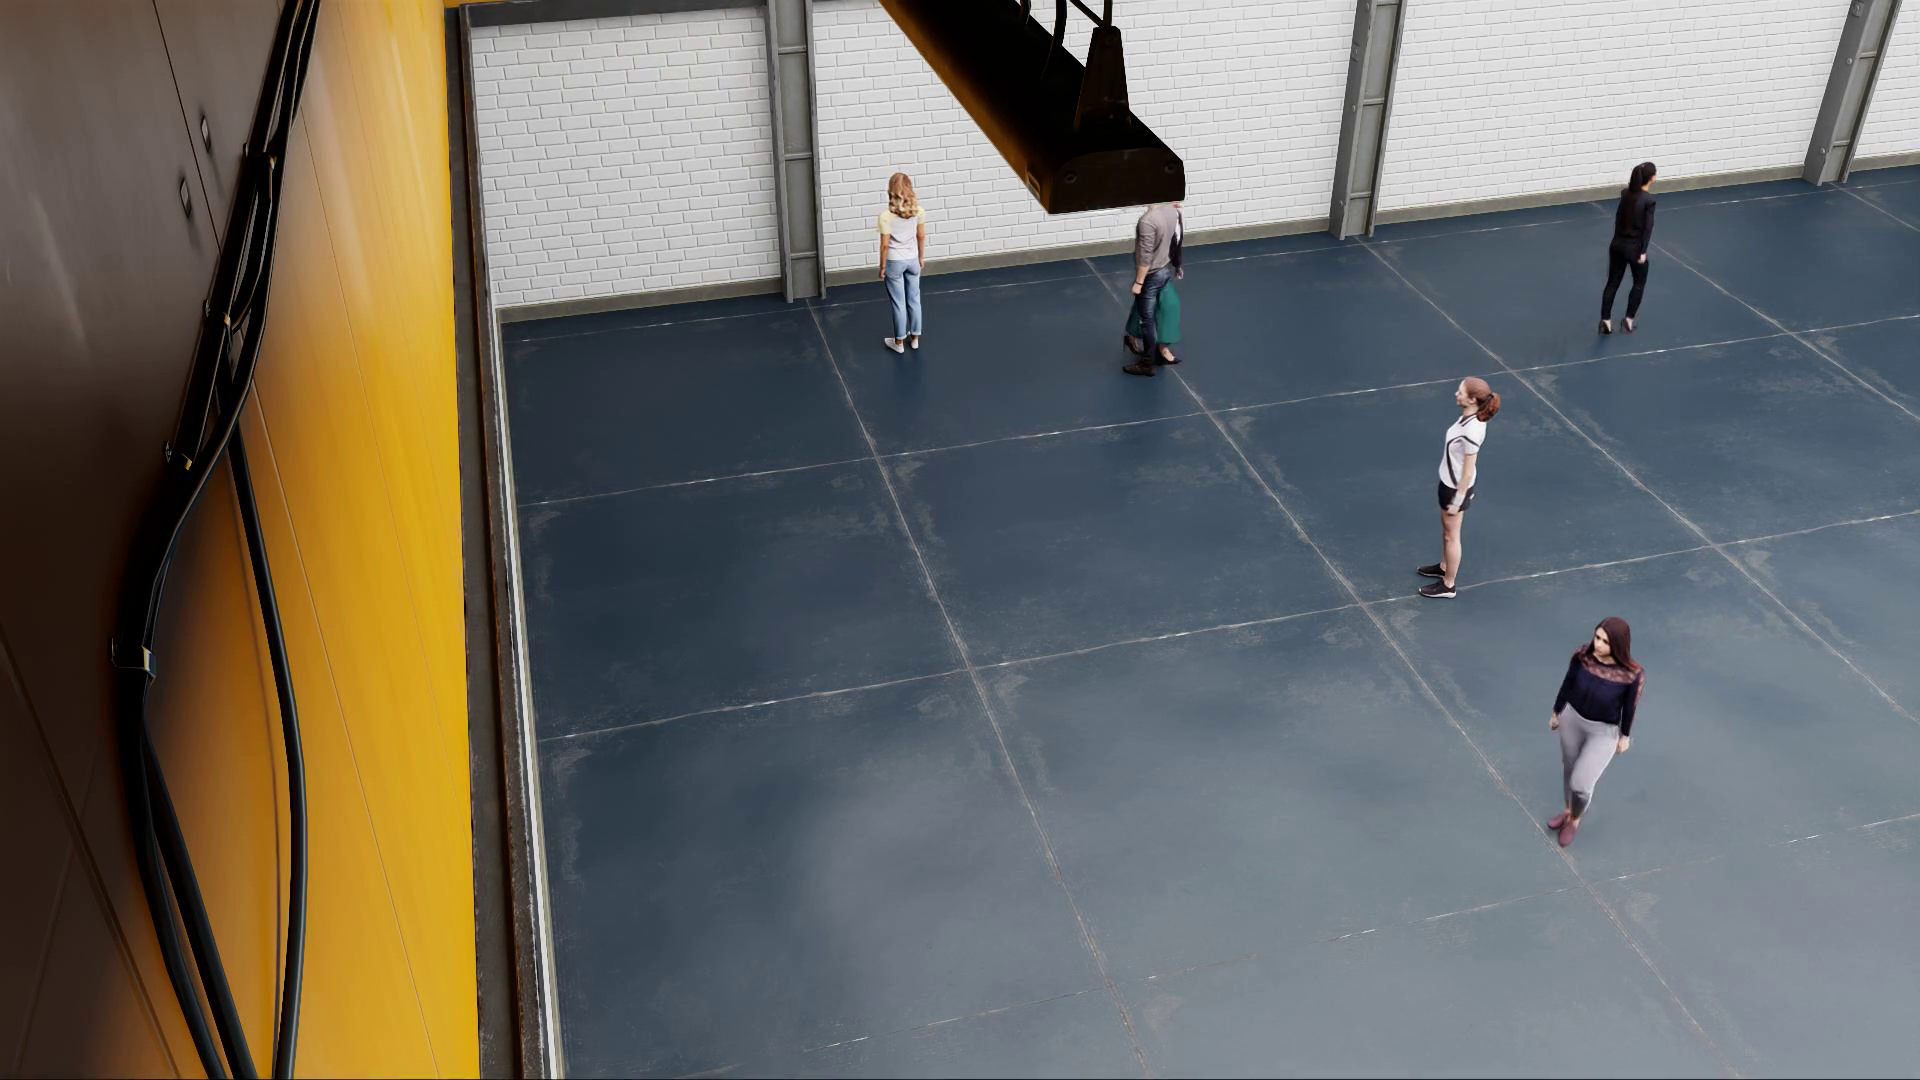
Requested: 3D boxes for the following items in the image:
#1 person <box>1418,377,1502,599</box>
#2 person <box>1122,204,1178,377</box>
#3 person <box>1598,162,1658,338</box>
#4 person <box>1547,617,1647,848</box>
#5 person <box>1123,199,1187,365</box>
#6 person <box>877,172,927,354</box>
[{"bbox_3d":[3.584,-0.385,11.997,0.677,1.751,0.663,6,34,9],"label":"person"},{"bbox_3d":[1.727,-2.380,14.860,0.819,1.903,0.743,20,39,27],"label":"person"},{"bbox_3d":[6.177,-2.676,15.489,0.716,1.700,0.691,-17,37,-24],"label":"person"},{"bbox_3d":[3.782,1.106,9.893,0.716,1.596,0.701,-25,41,-32],"label":"person"},{"bbox_3d":[1.726,-2.417,15.097,0.964,1.702,0.893,22,40,30],"label":"person"},{"bbox_3d":[-0.527,-2.540,15.264,0.575,1.723,0.738,-18,37,-24],"label":"person"}]
